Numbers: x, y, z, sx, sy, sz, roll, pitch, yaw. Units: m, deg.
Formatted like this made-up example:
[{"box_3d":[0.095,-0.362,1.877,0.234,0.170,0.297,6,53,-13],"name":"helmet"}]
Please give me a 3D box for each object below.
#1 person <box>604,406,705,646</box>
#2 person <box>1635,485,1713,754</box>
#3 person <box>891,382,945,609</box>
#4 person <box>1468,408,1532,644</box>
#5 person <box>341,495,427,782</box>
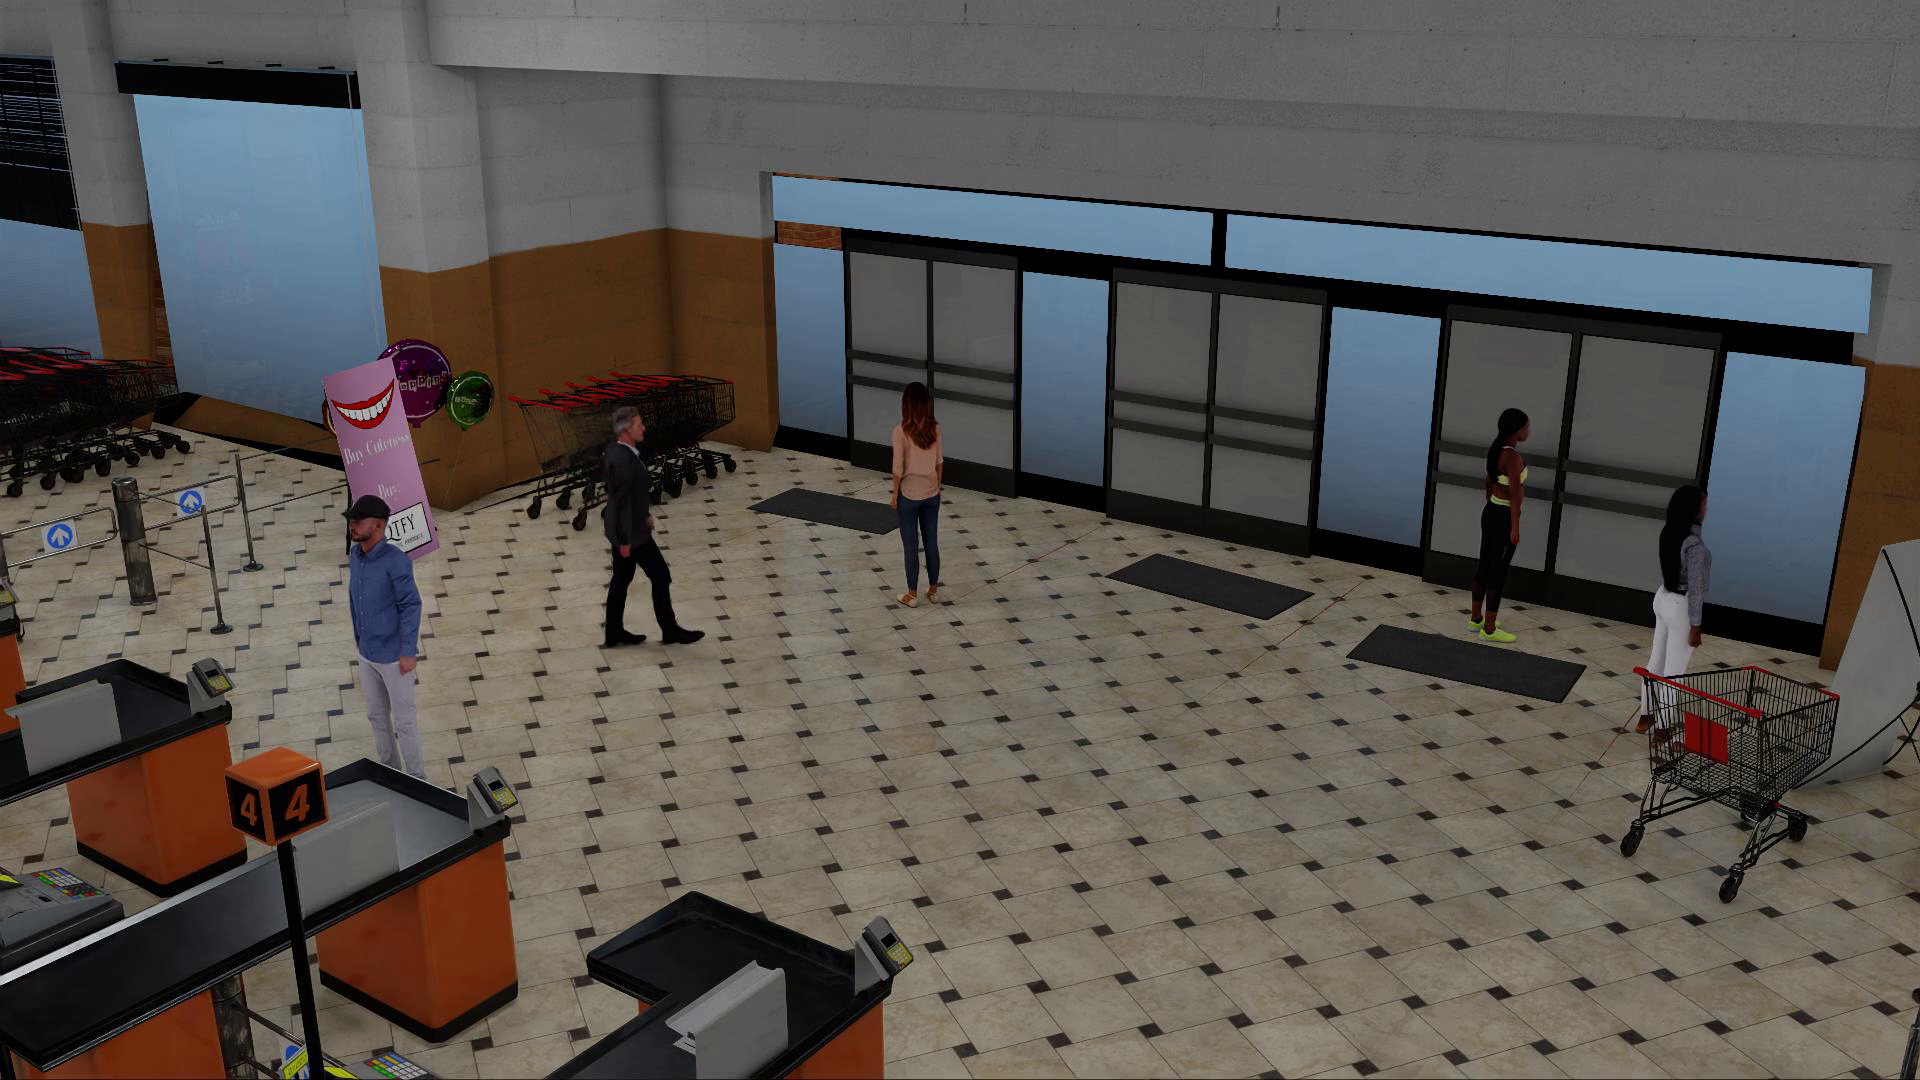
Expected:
[{"box_3d":[-2.476,-0.071,12.065,1.098,1.815,1.007,-7,20,-19],"name":"person"},{"box_3d":[4.554,0.482,10.566,0.734,1.725,0.644,0,19,-1],"name":"person"},{"box_3d":[-0.322,-0.352,12.935,0.611,1.792,0.725,-9,21,-25],"name":"person"},{"box_3d":[3.989,-0.120,12.306,0.701,1.754,0.633,-2,19,-7],"name":"person"},{"box_3d":[-3.407,0.637,9.853,0.648,1.888,0.539,12,22,32],"name":"person"}]
